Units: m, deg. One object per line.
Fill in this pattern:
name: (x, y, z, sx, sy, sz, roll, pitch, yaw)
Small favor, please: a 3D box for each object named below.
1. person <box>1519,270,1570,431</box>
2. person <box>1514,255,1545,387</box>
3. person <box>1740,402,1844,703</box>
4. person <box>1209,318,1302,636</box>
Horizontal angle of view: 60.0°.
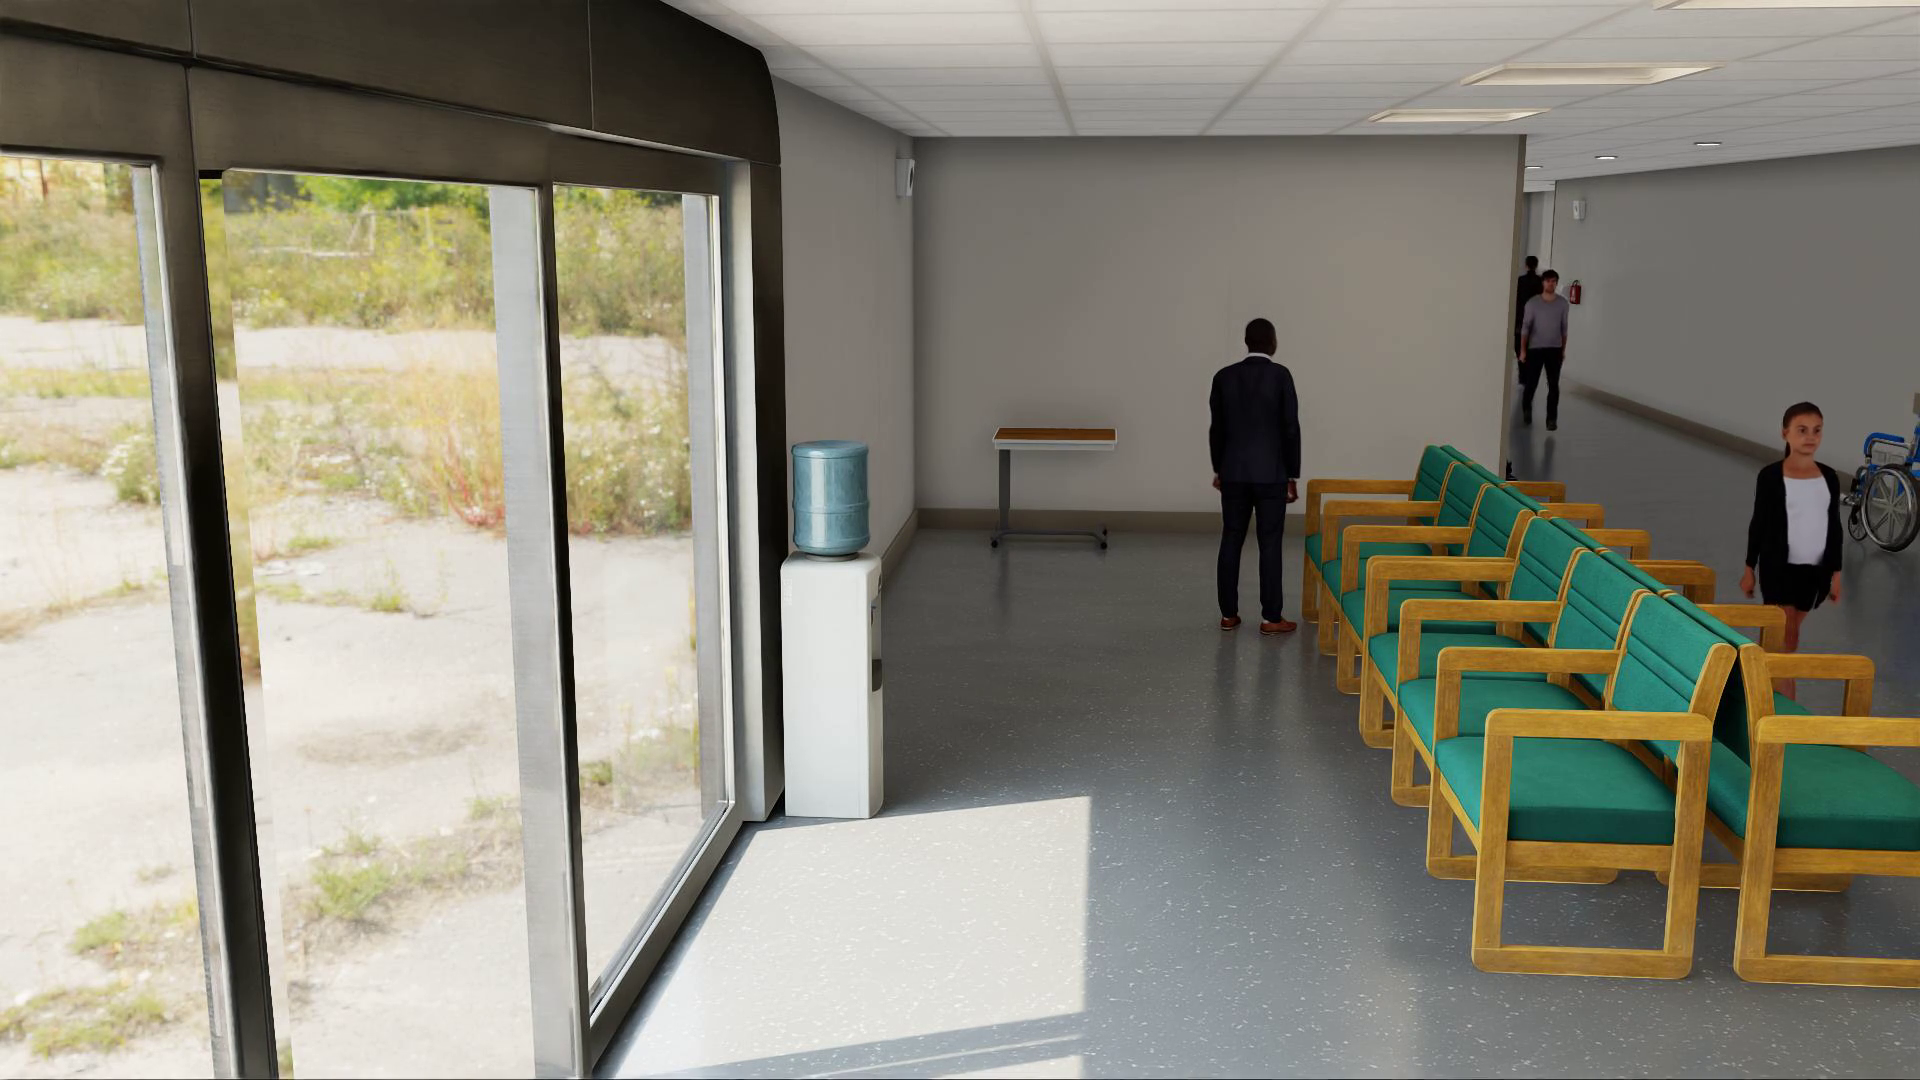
person: (6.707, -2.168, 19.157, 1.131, 1.800, 0.776, 2, 11, 8)
person: (8.209, -3.136, 24.071, 1.134, 1.869, 0.769, 1, 11, 3)
person: (3.863, 0.134, 7.778, 1.004, 1.521, 0.591, 1, 11, 5)
person: (1.707, -0.371, 9.623, 0.708, 1.824, 0.847, 7, 13, 31)
